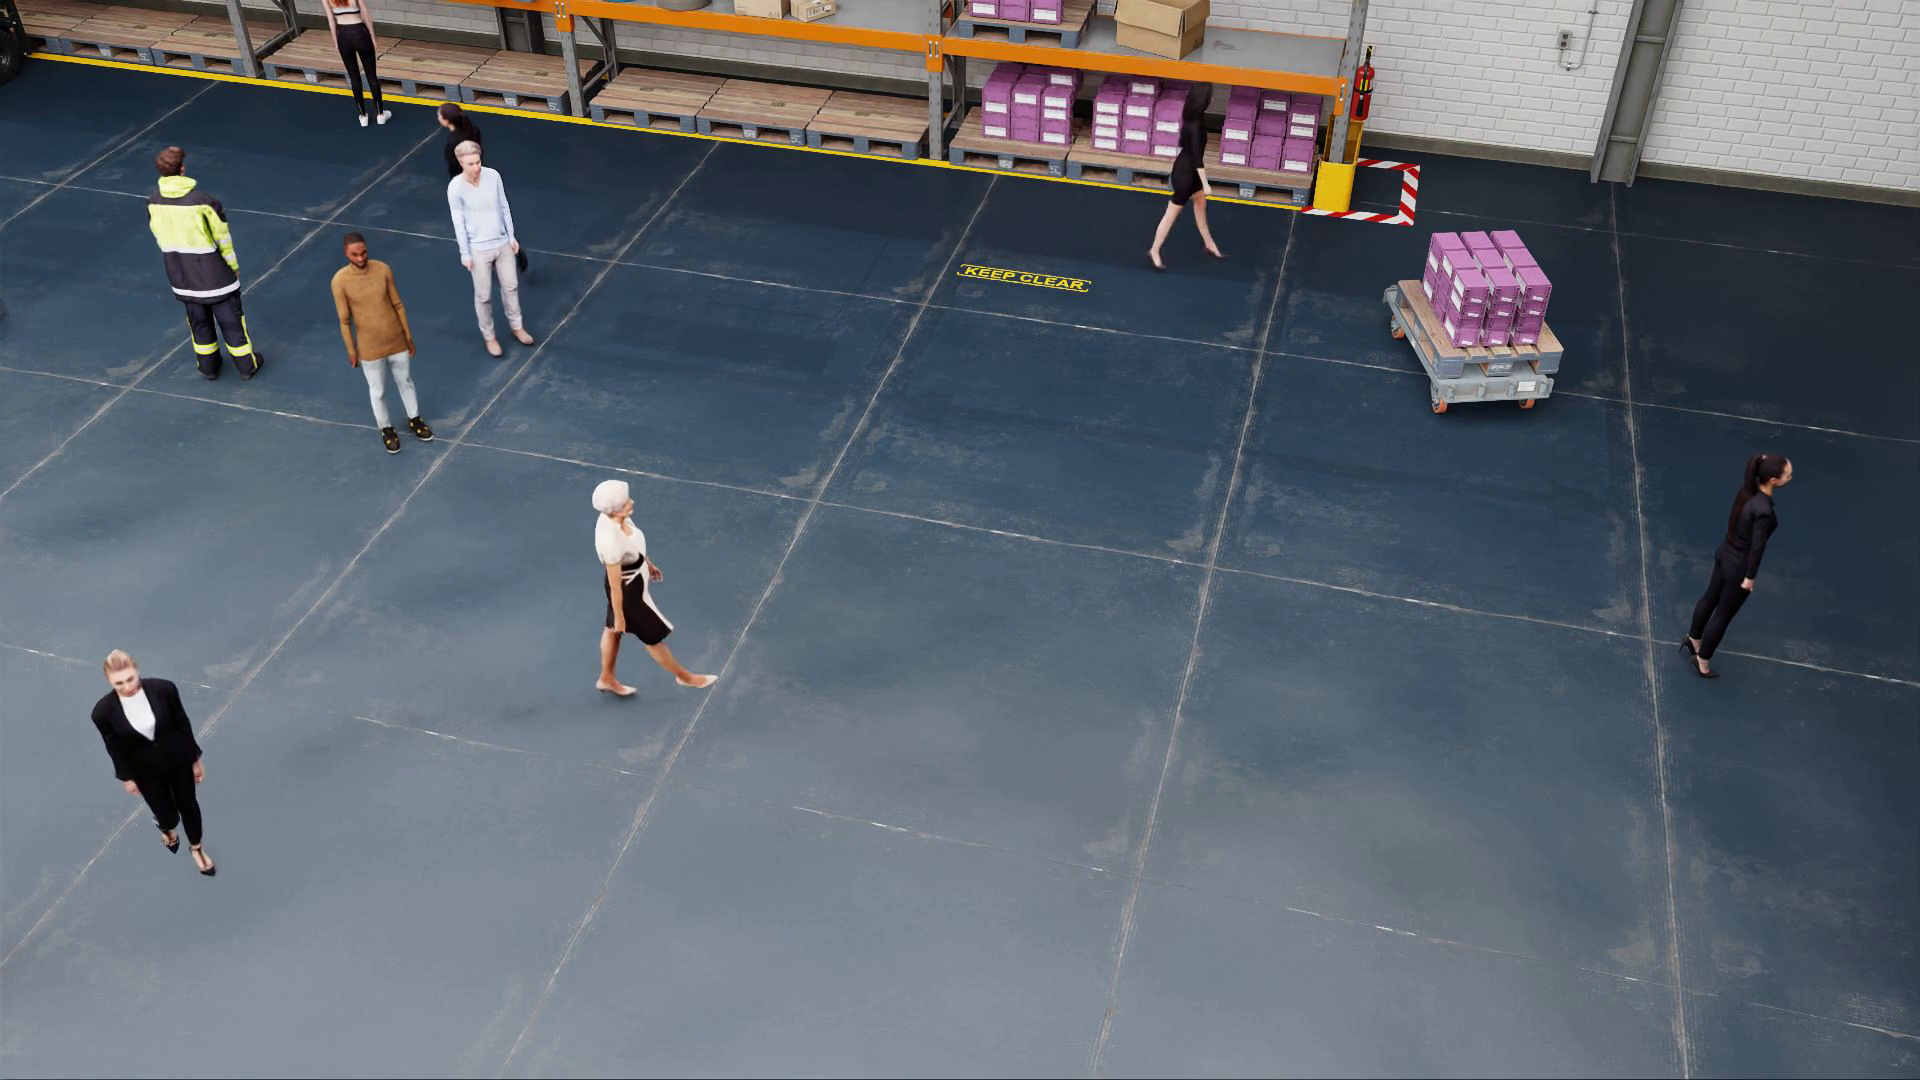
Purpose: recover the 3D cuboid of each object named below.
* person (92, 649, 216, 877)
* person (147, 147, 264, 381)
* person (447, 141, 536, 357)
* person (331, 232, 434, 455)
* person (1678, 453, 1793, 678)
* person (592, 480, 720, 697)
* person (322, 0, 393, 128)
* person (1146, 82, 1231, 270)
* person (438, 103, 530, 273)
[{"bbox_3d":[-4.493,1.218,9.317,0.768,1.694,0.828,-27,46,-29],"label":"person"},{"bbox_3d":[-6.117,-2.210,13.380,0.683,1.980,0.884,0,39,0],"label":"person"},{"bbox_3d":[-3.905,-2.427,13.726,0.751,1.887,0.764,-29,47,-31],"label":"person"},{"bbox_3d":[-4.419,-1.525,12.653,0.724,1.817,0.759,-25,45,-28],"label":"person"},{"bbox_3d":[4.971,0.152,10.638,0.531,1.711,0.613,3,39,4],"label":"person"},{"bbox_3d":[-2.175,0.356,10.373,1.110,1.723,0.916,-8,39,-10],"label":"person"},{"bbox_3d":[-6.286,-5.162,17.268,0.592,1.740,0.720,-5,39,-7],"label":"person"},{"bbox_3d":[1.913,-3.190,14.775,1.026,1.770,0.690,4,39,6],"label":"person"},{"bbox_3d":[-4.251,-3.072,14.739,1.101,1.630,0.801,22,44,25],"label":"person"}]
